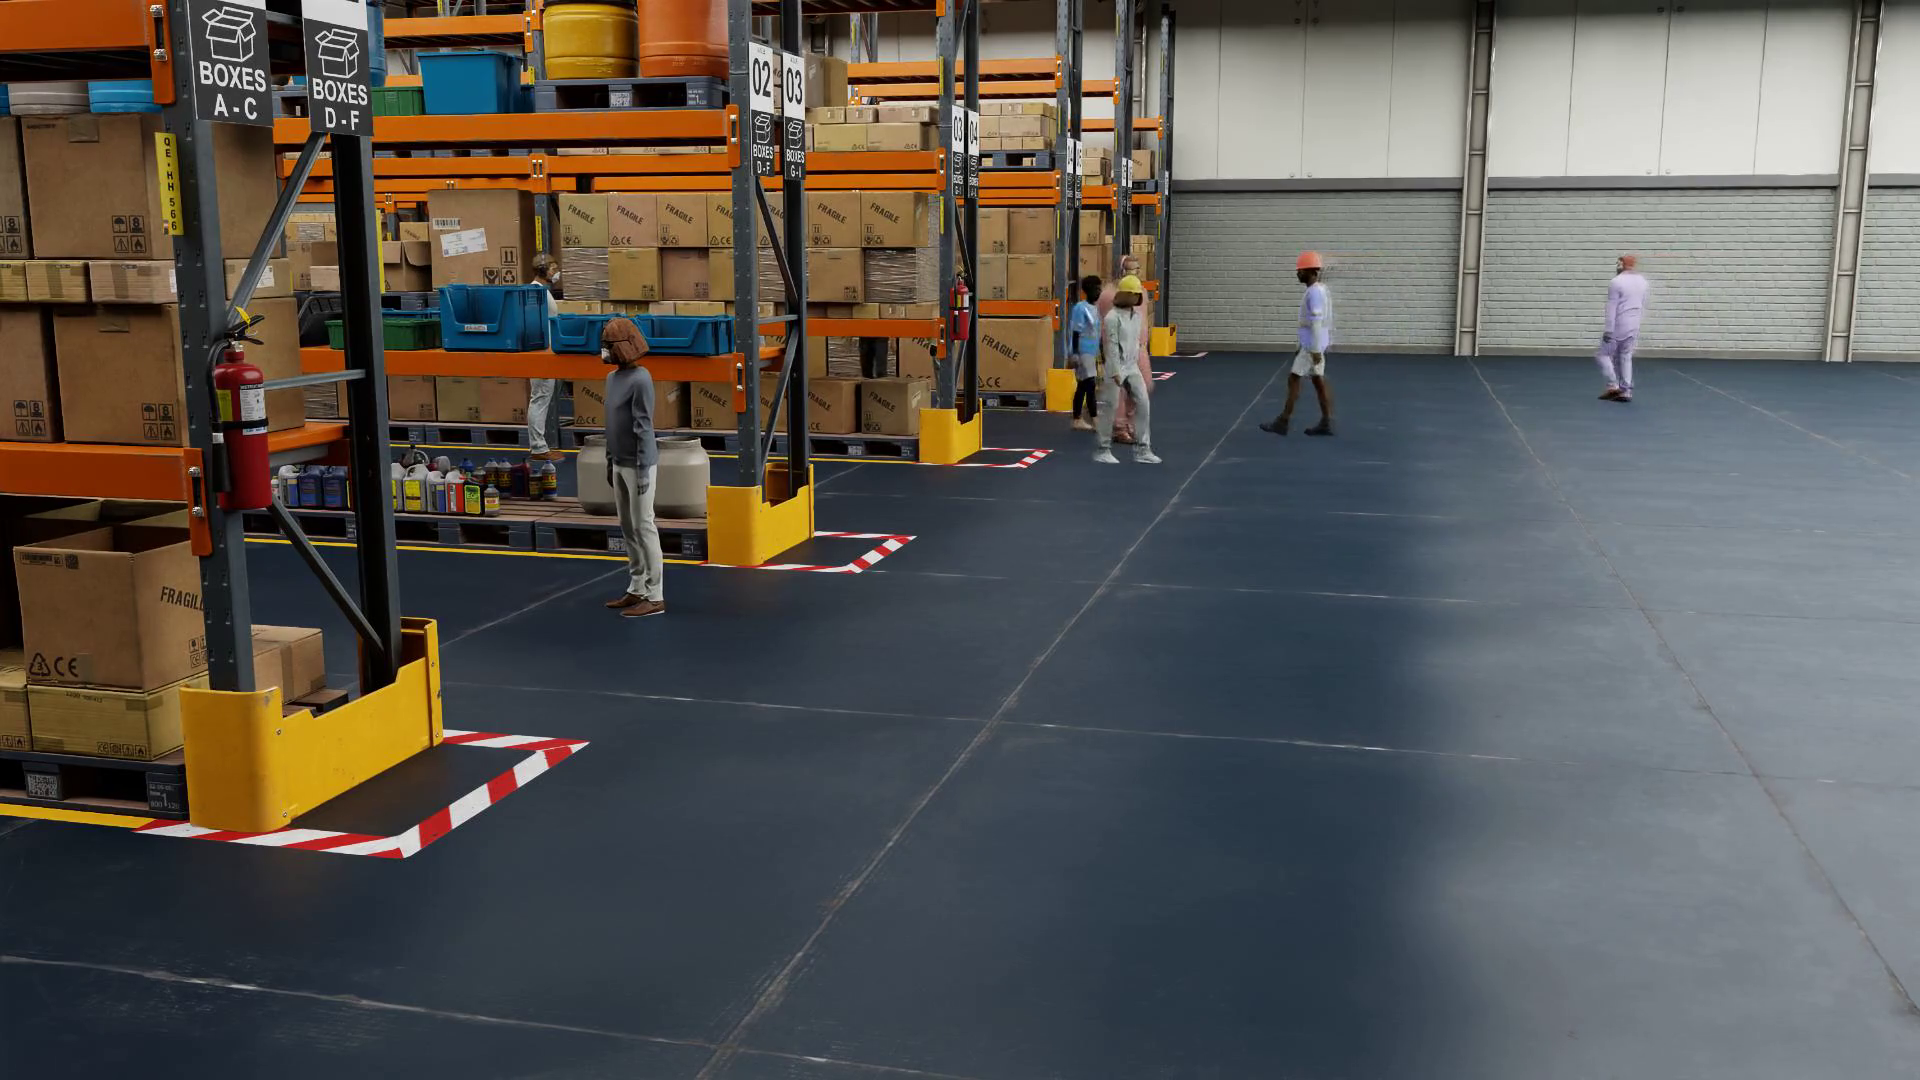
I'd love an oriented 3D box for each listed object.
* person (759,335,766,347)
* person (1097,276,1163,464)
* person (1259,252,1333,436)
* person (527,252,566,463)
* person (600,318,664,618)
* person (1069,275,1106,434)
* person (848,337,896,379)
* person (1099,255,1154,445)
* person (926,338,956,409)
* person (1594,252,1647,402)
[{"bbox_3d":[-2.416,-2.528,19.771,0.405,2.035,0.606,2,10,13],"label":"person"},{"bbox_3d":[1.540,-1.524,15.094,0.490,1.717,0.753,-9,13,-40],"label":"person"},{"bbox_3d":[3.529,-2.031,17.359,0.880,1.901,0.580,3,11,14],"label":"person"},{"bbox_3d":[-3.851,-1.675,15.346,0.375,1.931,0.625,-3,11,-15],"label":"person"},{"bbox_3d":[-1.801,-0.394,9.074,0.280,1.624,0.493,-7,13,-35],"label":"person"},{"bbox_3d":[1.425,-1.951,17.564,0.637,1.665,0.602,5,11,26],"label":"person"},{"bbox_3d":[-1.011,-2.280,19.008,0.562,1.817,0.496,3,11,15],"label":"person"},{"bbox_3d":[1.684,-1.897,16.646,0.677,1.892,0.429,-9,13,-40],"label":"person"},{"bbox_3d":[-0.228,-2.307,19.115,0.404,1.833,0.600,2,10,12],"label":"person"},{"bbox_3d":[8.335,-2.686,21.050,0.671,1.882,0.480,-6,12,-28],"label":"person"}]
